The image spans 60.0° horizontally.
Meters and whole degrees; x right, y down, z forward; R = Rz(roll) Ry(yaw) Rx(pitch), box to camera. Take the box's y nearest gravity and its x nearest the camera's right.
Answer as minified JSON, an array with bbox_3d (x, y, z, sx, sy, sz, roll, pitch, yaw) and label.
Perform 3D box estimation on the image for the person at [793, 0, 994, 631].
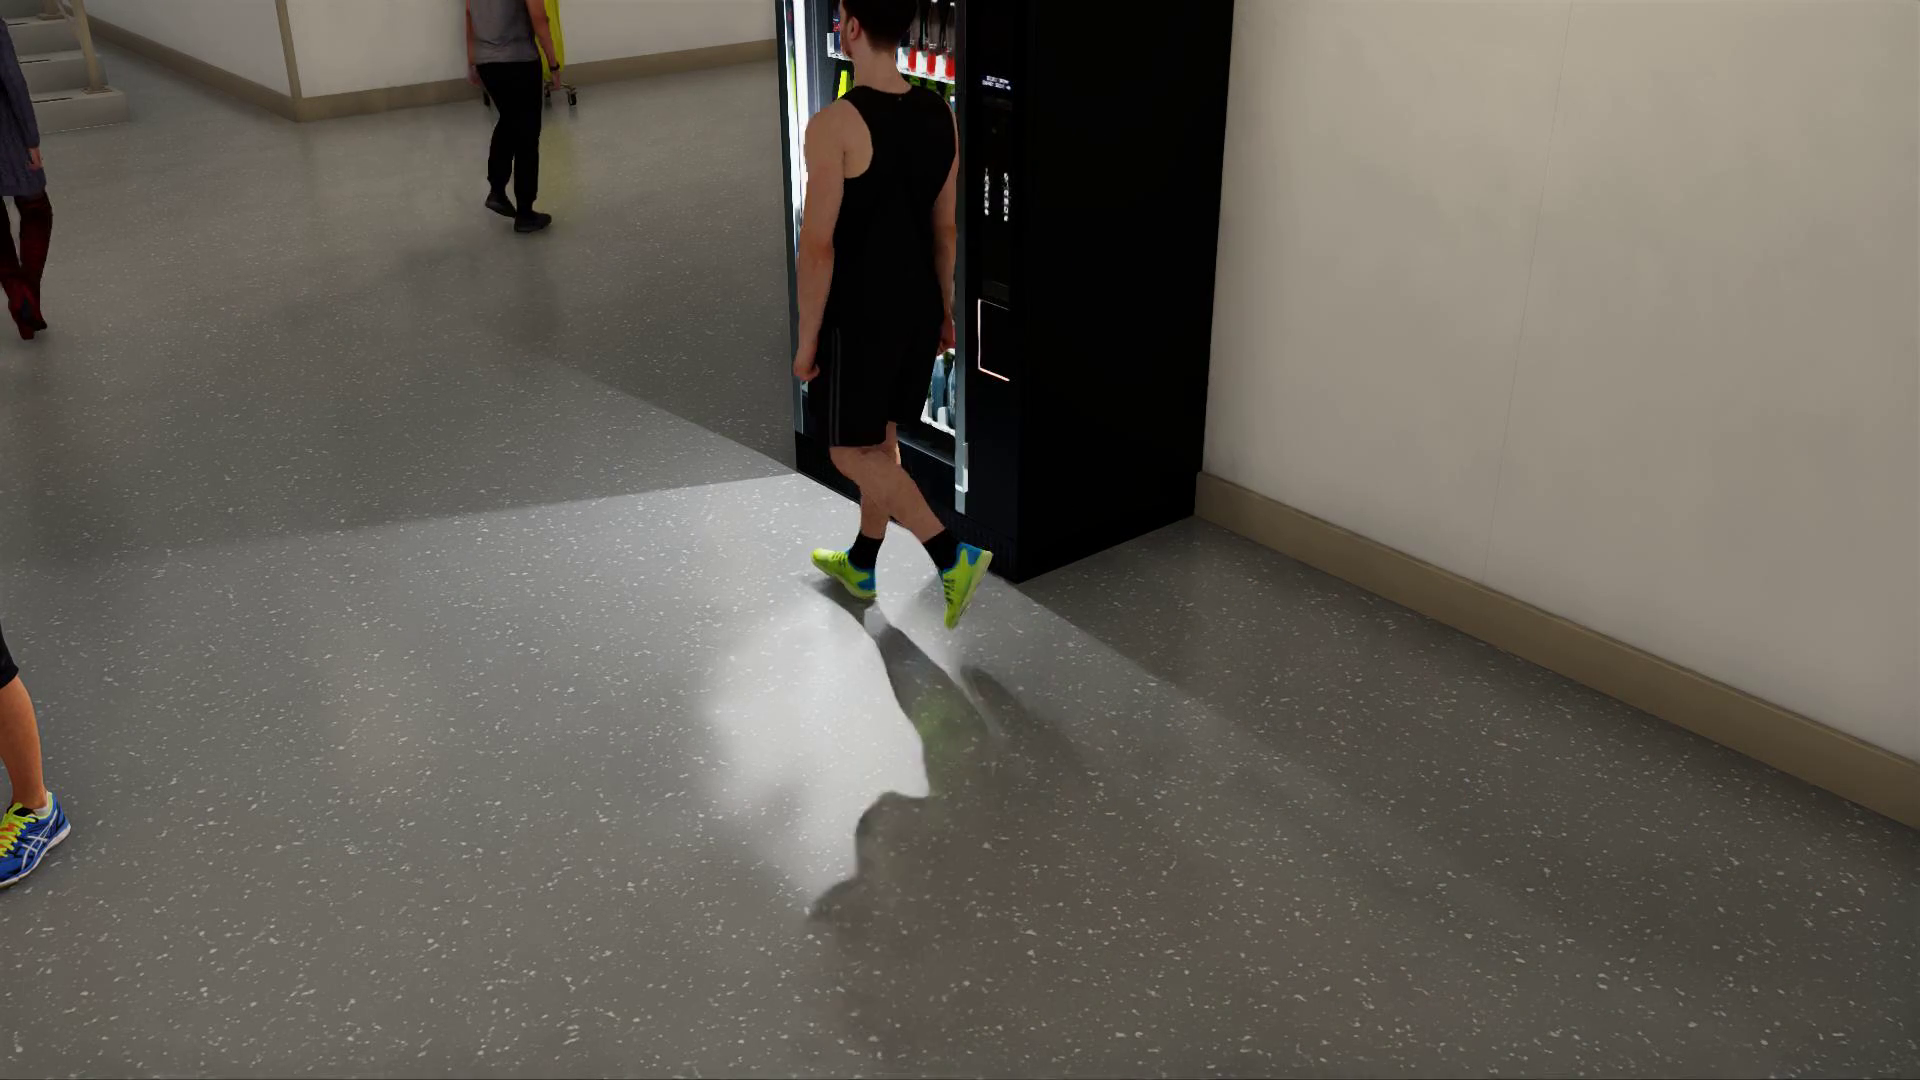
[{"bbox_3d":[-0.186,-0.607,4.661,0.747,1.875,1.050,-23,34,-39],"label":"person"}]

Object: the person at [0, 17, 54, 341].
[{"bbox_3d":[-4.121,-1.637,7.003,0.758,1.696,0.853,-6,26,-12],"label":"person"}]

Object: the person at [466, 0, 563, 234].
[{"bbox_3d":[-2.407,-2.467,8.669,0.714,1.743,0.819,11,28,22],"label":"person"}]
